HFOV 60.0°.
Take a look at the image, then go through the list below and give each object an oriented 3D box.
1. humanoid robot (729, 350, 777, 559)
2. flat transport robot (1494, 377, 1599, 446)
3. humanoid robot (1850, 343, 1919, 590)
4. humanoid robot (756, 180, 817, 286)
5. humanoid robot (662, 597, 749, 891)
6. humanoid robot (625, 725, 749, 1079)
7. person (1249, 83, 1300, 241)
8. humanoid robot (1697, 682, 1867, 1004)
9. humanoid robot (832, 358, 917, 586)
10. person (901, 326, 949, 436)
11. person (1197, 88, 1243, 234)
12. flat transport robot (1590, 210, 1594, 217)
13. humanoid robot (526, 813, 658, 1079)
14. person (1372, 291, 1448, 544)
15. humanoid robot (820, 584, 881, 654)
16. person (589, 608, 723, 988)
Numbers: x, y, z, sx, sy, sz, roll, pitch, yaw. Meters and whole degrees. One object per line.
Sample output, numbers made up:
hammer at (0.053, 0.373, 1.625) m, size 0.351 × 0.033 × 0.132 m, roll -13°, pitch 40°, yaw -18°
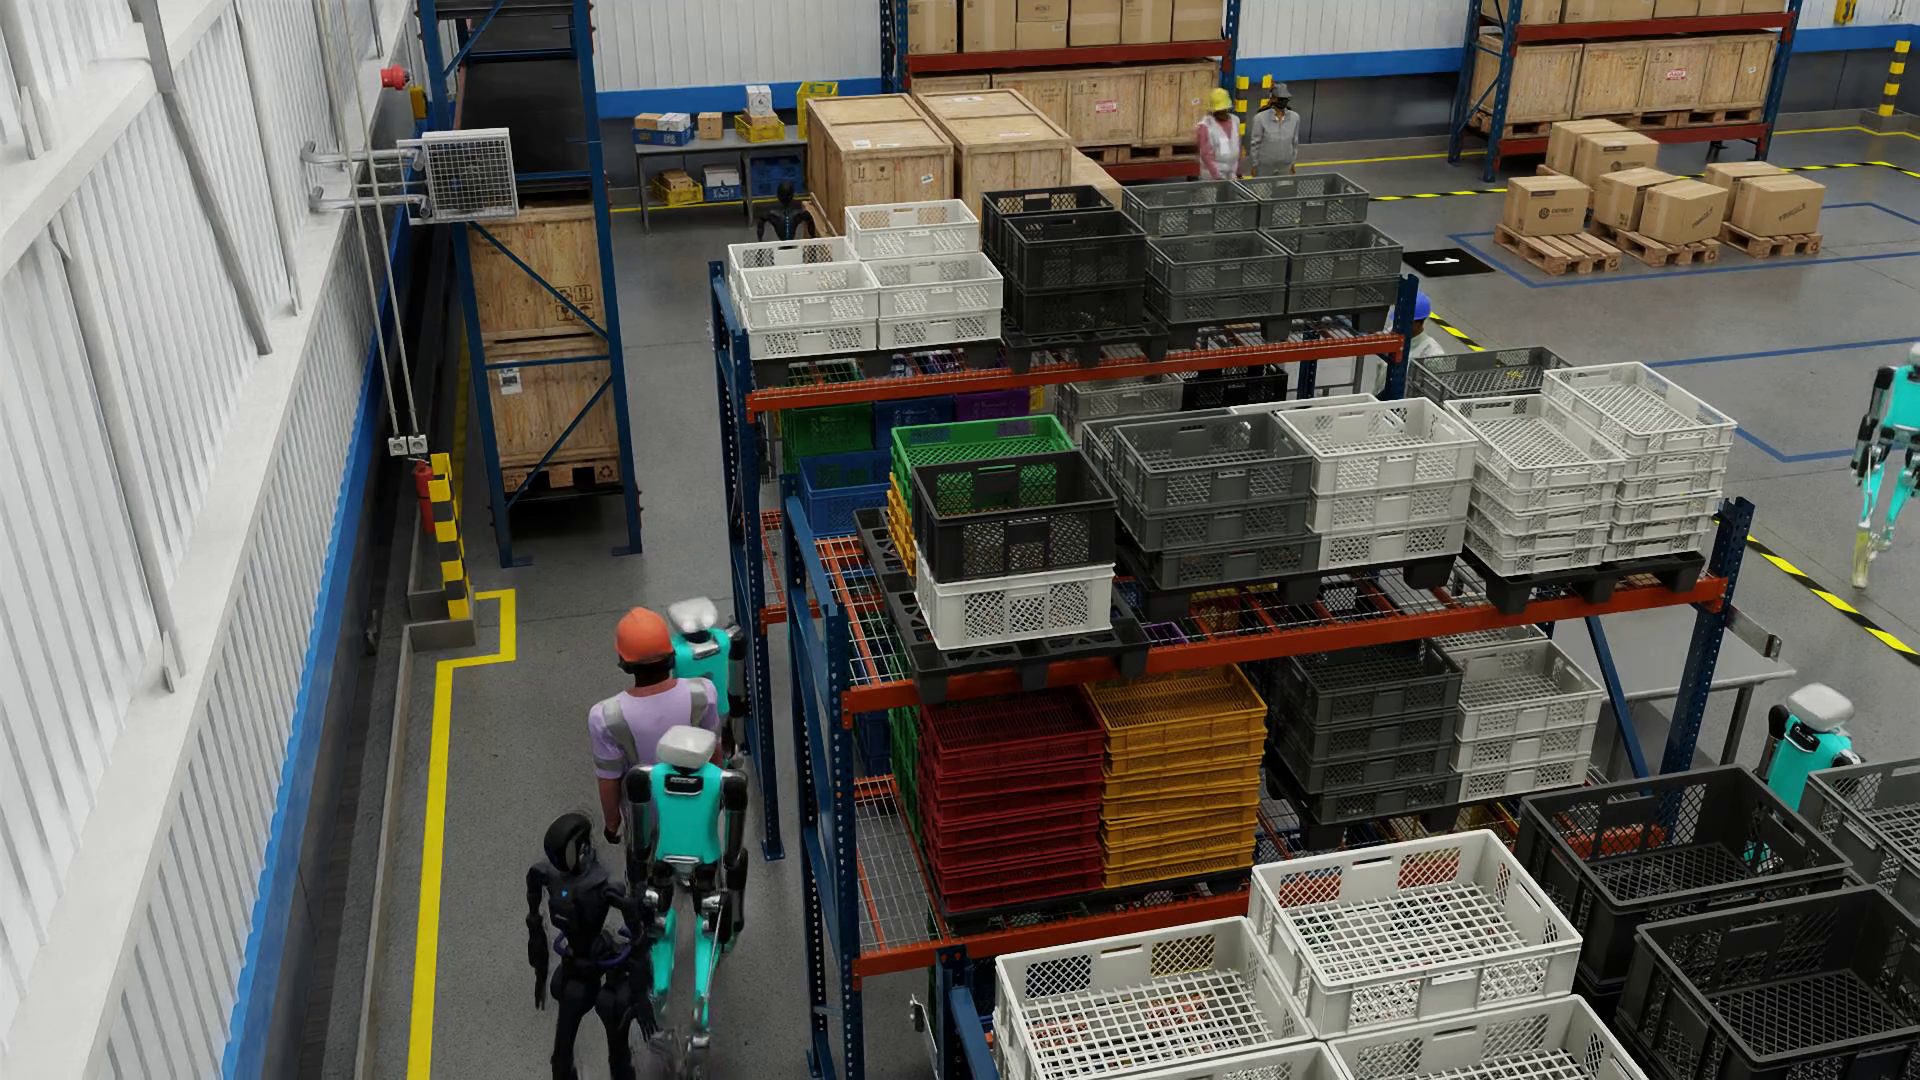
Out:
humanoid robot at (-1.480, -0.688, 11.826) m, size 0.315 × 1.657 × 0.599 m, roll -6°, pitch 28°, yaw -12°
flat transport robot at (4.780, -1.036, 14.013) m, size 0.659 × 0.231 × 1.431 m, roll -6°, pitch 28°, yaw -12°
humanoid robot at (6.346, -0.429, 11.309) m, size 0.548 × 1.748 × 1.046 m, roll 14°, pitch 31°, yaw 25°
humanoid robot at (-1.611, -2.495, 15.280) m, size 0.608 × 1.644 × 0.536 m, roll -7°, pitch 28°, yaw -12°
humanoid robot at (-1.412, 1.030, 8.537) m, size 0.553 × 1.802 × 0.725 m, roll -18°, pitch 33°, yaw -31°
humanoid robot at (-1.204, 1.752, 7.154) m, size 0.547 × 1.762 × 0.890 m, roll 2°, pitch 28°, yaw 3°
person at (3.424, -4.121, 18.255) m, size 0.563 × 1.769 × 0.399 m, roll -7°, pitch 28°, yaw -12°
humanoid robot at (3.555, 1.445, 7.582) m, size 0.735 × 1.681 × 0.533 m, roll -6°, pitch 28°, yaw -12°
humanoid robot at (-0.446, -0.409, 11.364) m, size 0.807 × 1.887 × 0.539 m, roll -6°, pitch 28°, yaw -12°
person at (-0.255, -0.978, 12.202) m, size 0.525 × 1.851 × 0.614 m, roll 8°, pitch 29°, yaw 14°
person at (2.838, -3.928, 17.842) m, size 0.624 × 1.812 × 0.544 m, roll -17°, pitch 32°, yaw -30°
flat transport robot at (7.470, -3.983, 19.574) m, size 1.431 × 0.197 × 0.652 m, roll -6°, pitch 28°, yaw -12°
humanoid robot at (-1.548, 1.867, 6.992) m, size 0.607 × 1.654 × 0.373 m, roll 10°, pitch 29°, yaw 18°
person at (3.162, -0.872, 11.914) m, size 0.414 × 1.941 × 0.607 m, roll -12°, pitch 30°, yaw -22°
humanoid robot at (-0.541, 0.076, 10.450) m, size 0.719 × 1.652 × 0.594 m, roll -8°, pitch 29°, yaw -15°
person at (-1.403, 1.221, 7.825) m, size 0.606 × 2.048 × 0.365 m, roll -14°, pitch 31°, yaw -24°
